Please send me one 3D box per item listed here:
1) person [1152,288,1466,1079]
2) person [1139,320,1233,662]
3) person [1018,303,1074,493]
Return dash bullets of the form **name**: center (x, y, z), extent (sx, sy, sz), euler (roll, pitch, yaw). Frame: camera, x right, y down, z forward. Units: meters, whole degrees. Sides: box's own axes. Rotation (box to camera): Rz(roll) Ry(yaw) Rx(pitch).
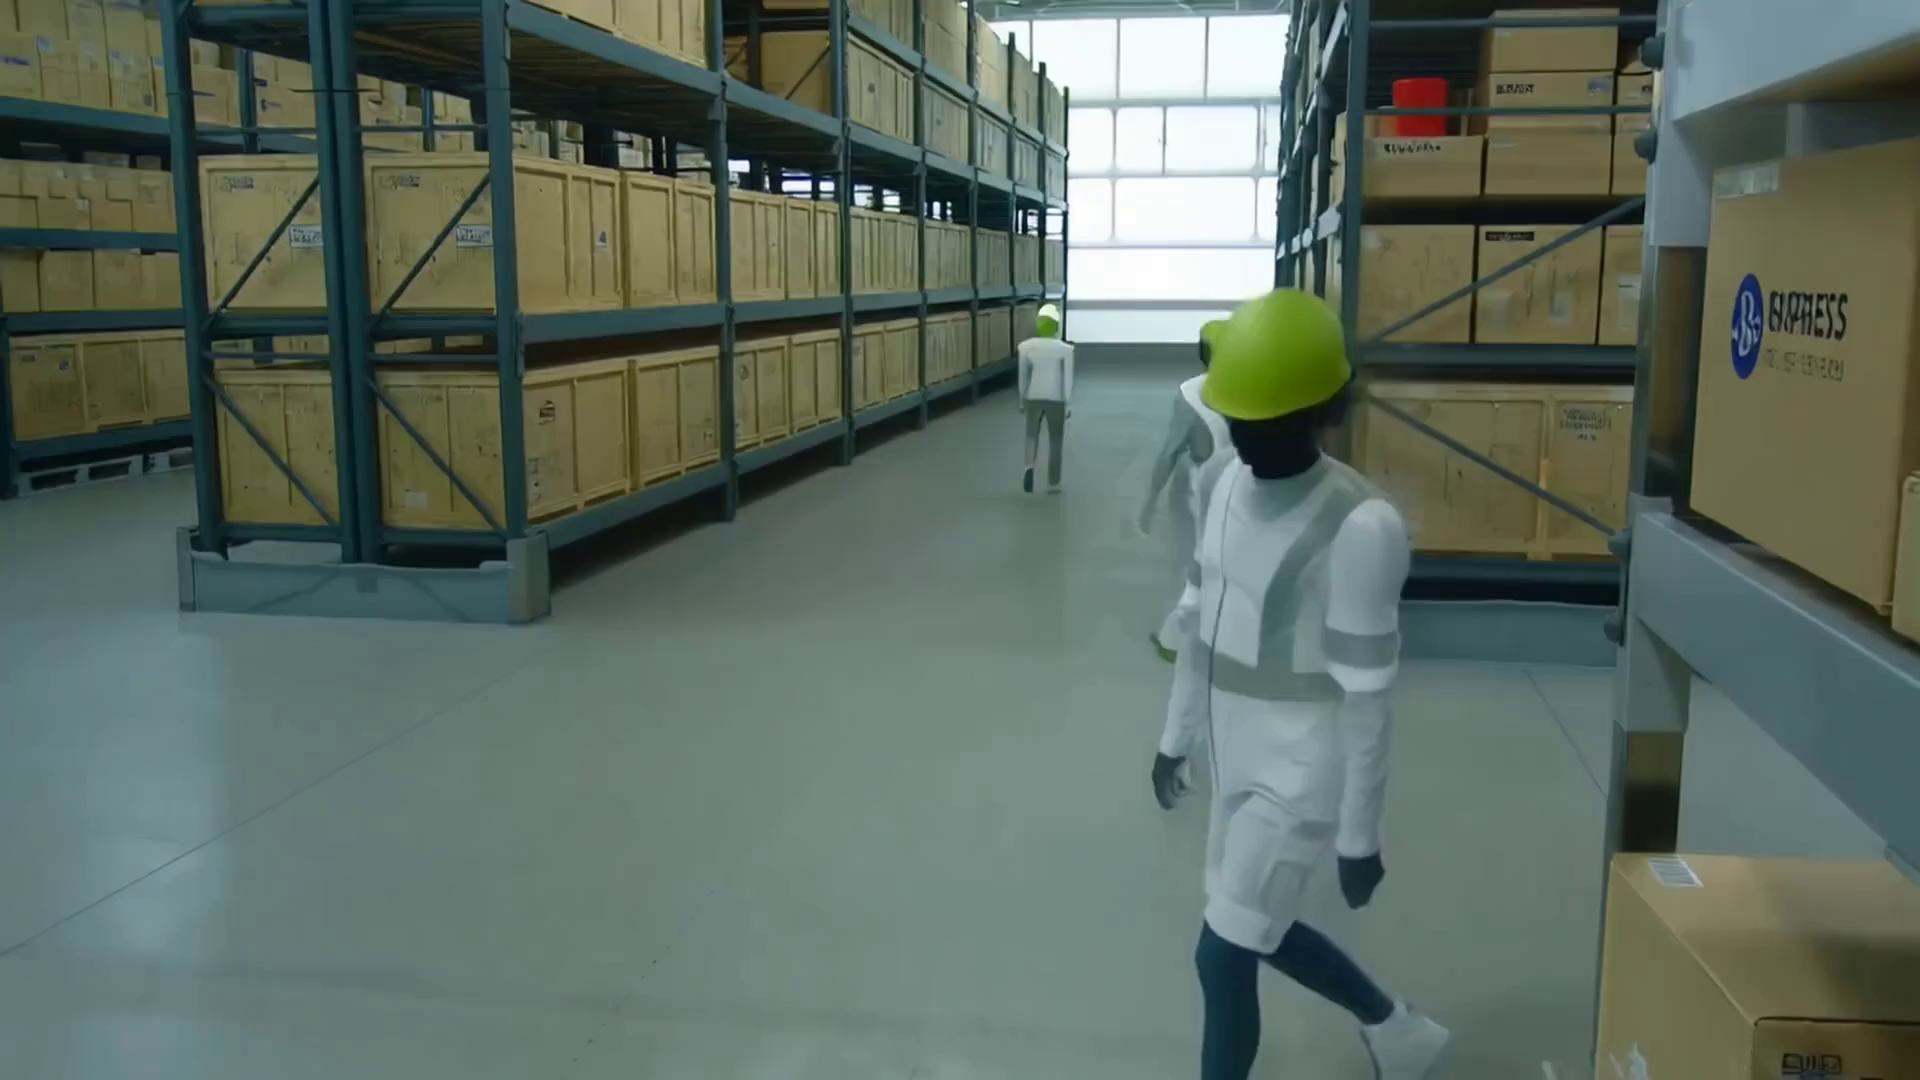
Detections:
- **person**: center (0.728, 0.472, 3.496), extent (0.810, 1.991, 0.687), euler (-3, 10, -18)
- **person**: center (1.245, -0.196, 8.304), extent (0.697, 1.776, 0.983), euler (-6, 11, -33)
- **person**: center (0.765, -1.270, 15.067), extent (0.540, 1.749, 0.598), euler (2, 9, 13)
